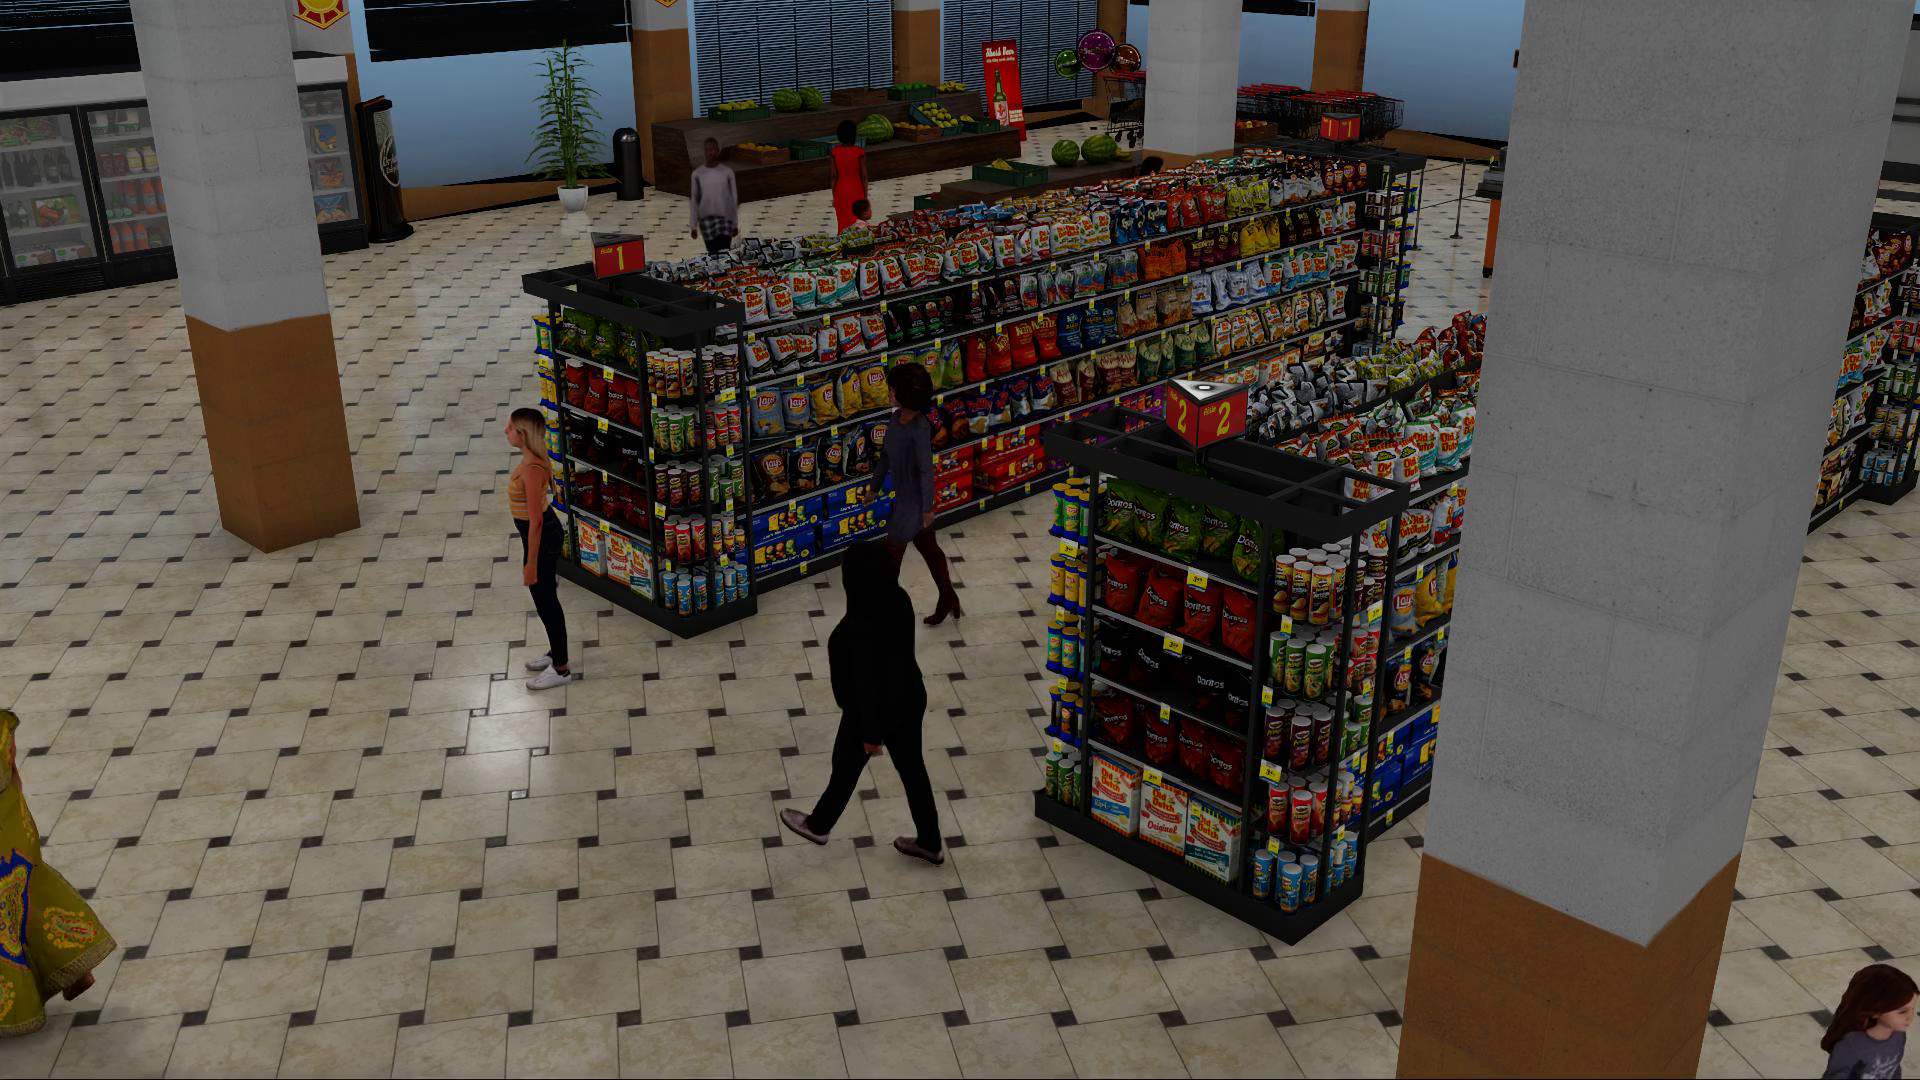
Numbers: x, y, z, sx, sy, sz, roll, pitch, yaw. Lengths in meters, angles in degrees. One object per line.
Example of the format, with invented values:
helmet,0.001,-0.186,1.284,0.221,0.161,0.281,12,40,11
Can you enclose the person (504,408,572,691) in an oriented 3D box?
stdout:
person,-2.352,0.039,9.319,0.680,1.629,0.655,-4,22,-11

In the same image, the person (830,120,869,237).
person,-1.260,-3.893,18.945,0.640,1.748,0.681,2,22,5

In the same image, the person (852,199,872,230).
person,-0.993,-2.773,16.751,0.559,1.306,0.545,-10,24,-23

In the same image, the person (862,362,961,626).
person,-0.200,-0.225,9.906,1.113,1.681,0.905,-6,23,-15

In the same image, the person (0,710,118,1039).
person,-3.694,1.206,6.388,1.019,1.648,0.984,5,22,12

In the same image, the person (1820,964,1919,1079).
person,2.914,1.849,5.528,0.488,1.097,0.592,-13,25,-28

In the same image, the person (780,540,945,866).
person,-0.271,0.784,7.534,0.948,1.576,1.063,10,24,23

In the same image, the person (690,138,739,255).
person,-2.585,-3.366,17.653,1.138,1.733,1.182,-1,22,-2
